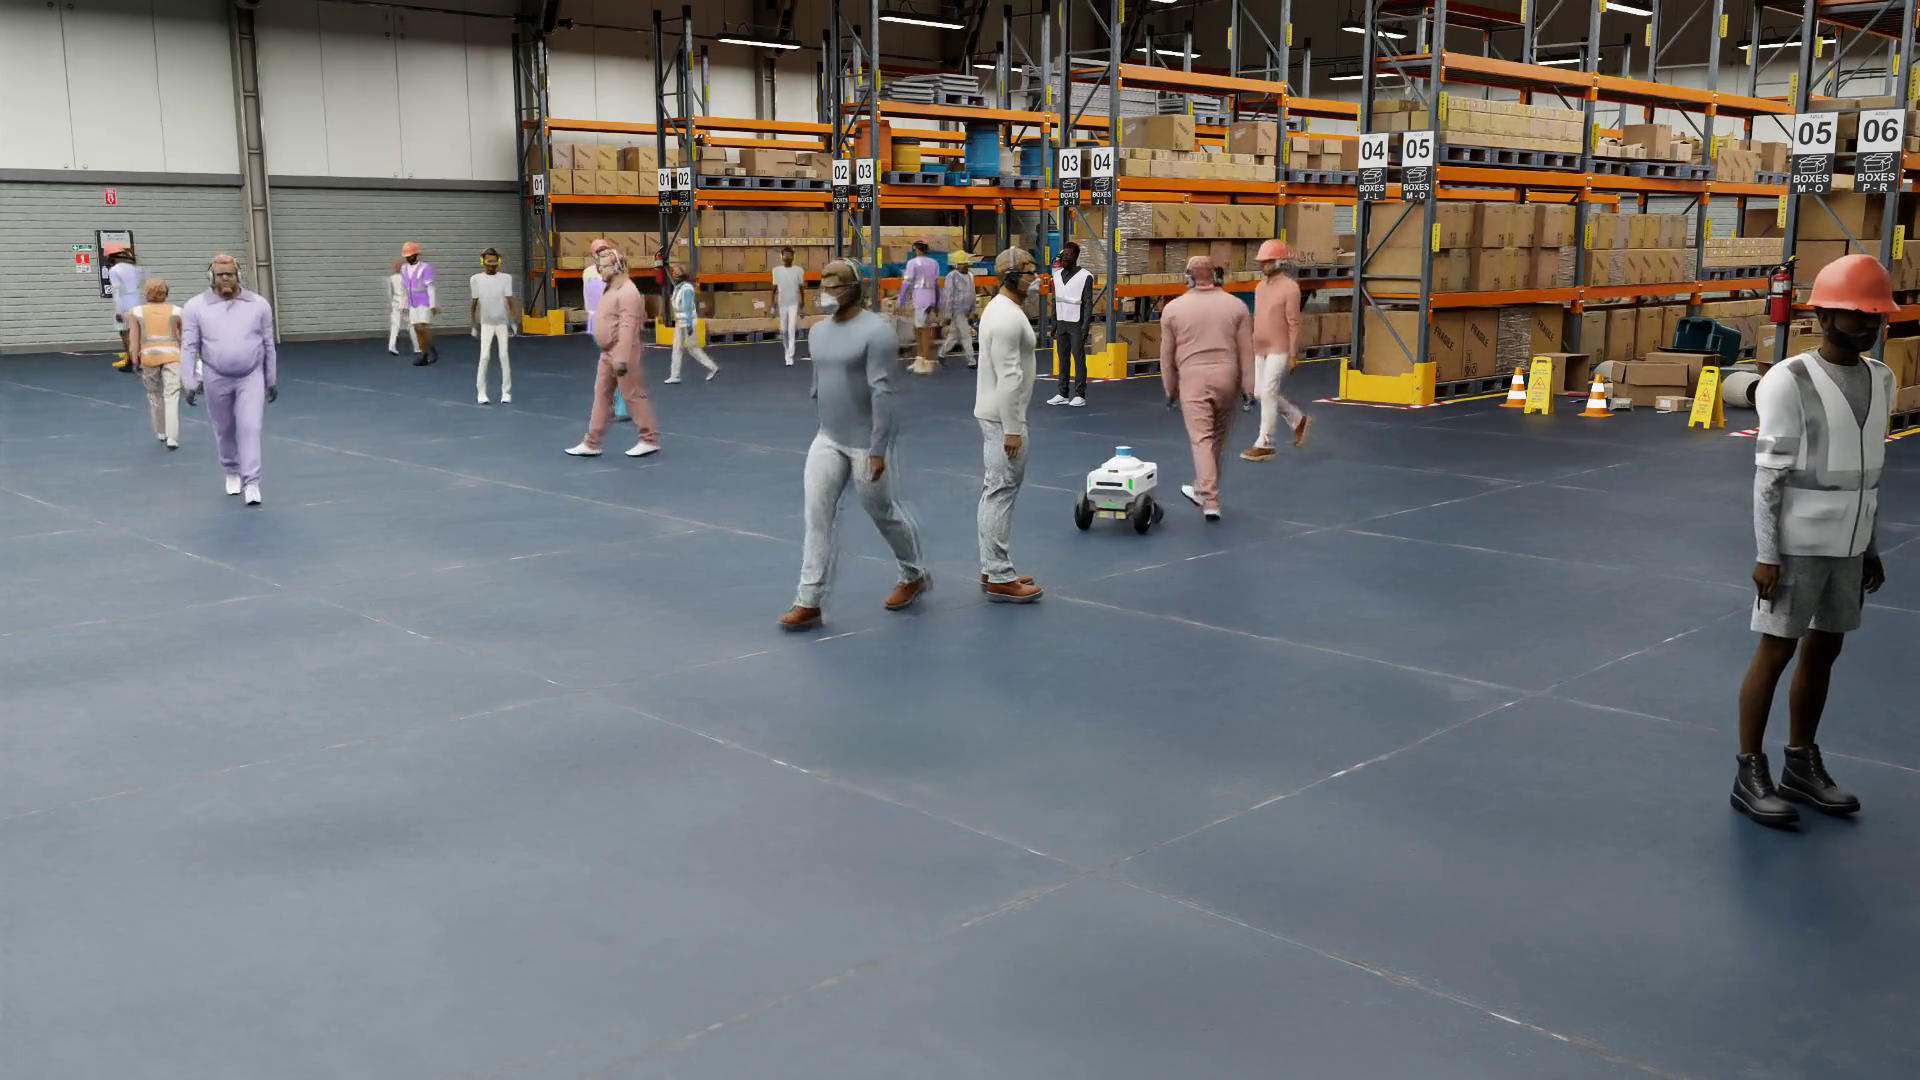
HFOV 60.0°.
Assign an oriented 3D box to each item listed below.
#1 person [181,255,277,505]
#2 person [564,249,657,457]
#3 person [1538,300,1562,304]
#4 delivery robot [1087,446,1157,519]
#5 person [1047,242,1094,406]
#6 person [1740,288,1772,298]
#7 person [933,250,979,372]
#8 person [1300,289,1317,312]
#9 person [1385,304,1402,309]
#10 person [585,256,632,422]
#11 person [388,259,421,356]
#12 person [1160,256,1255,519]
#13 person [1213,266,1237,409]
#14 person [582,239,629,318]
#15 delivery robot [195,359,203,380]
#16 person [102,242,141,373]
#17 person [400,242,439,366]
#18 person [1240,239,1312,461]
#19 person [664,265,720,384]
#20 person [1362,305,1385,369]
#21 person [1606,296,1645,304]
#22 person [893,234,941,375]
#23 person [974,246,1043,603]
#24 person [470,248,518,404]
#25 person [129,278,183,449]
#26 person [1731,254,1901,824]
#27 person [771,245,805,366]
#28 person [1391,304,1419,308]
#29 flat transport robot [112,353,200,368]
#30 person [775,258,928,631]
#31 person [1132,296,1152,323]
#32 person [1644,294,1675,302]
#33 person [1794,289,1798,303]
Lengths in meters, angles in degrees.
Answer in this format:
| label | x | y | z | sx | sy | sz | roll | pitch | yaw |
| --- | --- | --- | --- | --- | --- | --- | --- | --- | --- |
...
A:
| label | x | y | z | sx | sy | sz | roll | pitch | yaw |
| --- | --- | --- | --- | --- | --- | --- | --- | --- | --- |
| person | -5.546 | -1.227 | 12.642 | 0.662 | 1.861 | 1.005 | -5 | 11 | -23 |
| person | -3.140 | -1.673 | 15.013 | 0.824 | 1.869 | 0.669 | -7 | 12 | -33 |
| person | 10.227 | -4.091 | 28.892 | 0.394 | 1.620 | 0.500 | -8 | 13 | -37 |
| delivery robot | 1.131 | -0.407 | 11.561 | 0.477 | 0.478 | 0.707 | 4 | 11 | 20 |
| person | 1.316 | -2.557 | 19.697 | 0.593 | 1.921 | 0.388 | 10 | 14 | 43 |
| person | 15.325 | -4.799 | 32.039 | 0.615 | 1.885 | 1.041 | 8 | 13 | 36 |
| person | -0.047 | -3.417 | 24.759 | 0.883 | 1.793 | 0.587 | 6 | 12 | 32 |
| person | 6.296 | -4.718 | 31.272 | 0.719 | 2.000 | 0.707 | -8 | 13 | -38 |
| person | 6.445 | -3.340 | 24.251 | 0.611 | 1.812 | 0.494 | 10 | 14 | 44 |
| person | -3.824 | -2.207 | 18.125 | 0.574 | 1.810 | 0.476 | 6 | 12 | 28 |
| person | -9.389 | -3.914 | 27.979 | 0.528 | 1.599 | 0.845 | 2 | 11 | 11 |
| person | 1.769 | -1.096 | 11.934 | 0.659 | 1.855 | 0.942 | -1 | 10 | -7 |
| person | 2.924 | -2.286 | 18.937 | 0.549 | 1.642 | 0.858 | -6 | 12 | -29 |
| person | -4.540 | -2.928 | 21.632 | 0.691 | 1.951 | 0.528 | -2 | 11 | -13 |
| delivery robot | -9.617 | -2.227 | 21.488 | 0.477 | 0.478 | 0.707 | 8 | 13 | 36 |
| person | -12.189 | -3.410 | 24.377 | 0.600 | 1.908 | 0.585 | 2 | 11 | 11 |
| person | -8.400 | -3.642 | 25.676 | 0.571 | 1.901 | 0.454 | 5 | 12 | 27 |
| person | 2.890 | -1.722 | 15.025 | 0.771 | 1.974 | 0.625 | -5 | 11 | -24 |
| person | -3.659 | -2.931 | 22.586 | 0.703 | 1.609 | 0.524 | -7 | 12 | -33 |
| person | 6.222 | -3.512 | 24.922 | 0.477 | 1.914 | 0.589 | -4 | 11 | -22 |
| person | 11.249 | -4.150 | 28.208 | 1.063 | 2.001 | 0.605 | -7 | 13 | -34 |
| person | -0.629 | -3.407 | 24.094 | 0.701 | 2.003 | 0.652 | 6 | 12 | 31 |
| person | 0.266 | -0.647 | 9.233 | 0.377 | 1.940 | 0.629 | 0 | 10 | -2 |
| person | -5.608 | -2.577 | 20.004 | 0.516 | 1.853 | 0.403 | -5 | 12 | -26 |
| person | -7.589 | -1.683 | 15.840 | 0.537 | 1.590 | 0.872 | -4 | 11 | -20 |
| person | 2.955 | 0.005 | 5.678 | 0.549 | 1.936 | 0.377 | -4 | 11 | -20 |
| person | -2.683 | -3.677 | 26.027 | 0.526 | 1.850 | 0.782 | 0 | 10 | 1 |
| person | 6.251 | -3.193 | 23.126 | 1.043 | 1.930 | 0.642 | -7 | 13 | -34 |
| flat transport robot | -12.248 | -2.806 | 25.673 | 0.652 | 0.197 | 1.431 | 5 | 12 | 26 |
| person | -0.527 | -0.519 | 8.682 | 0.647 | 1.898 | 1.000 | 9 | 13 | 39 |
| person | 4.015 | -5.680 | 36.606 | 0.612 | 1.962 | 0.365 | 8 | 13 | 37 |
| person | 12.487 | -4.397 | 29.765 | 0.609 | 1.909 | 0.601 | -8 | 13 | -36 |
| person | 16.106 | -4.842 | 32.328 | 0.796 | 1.863 | 0.591 | 0 | 10 | 2 |
